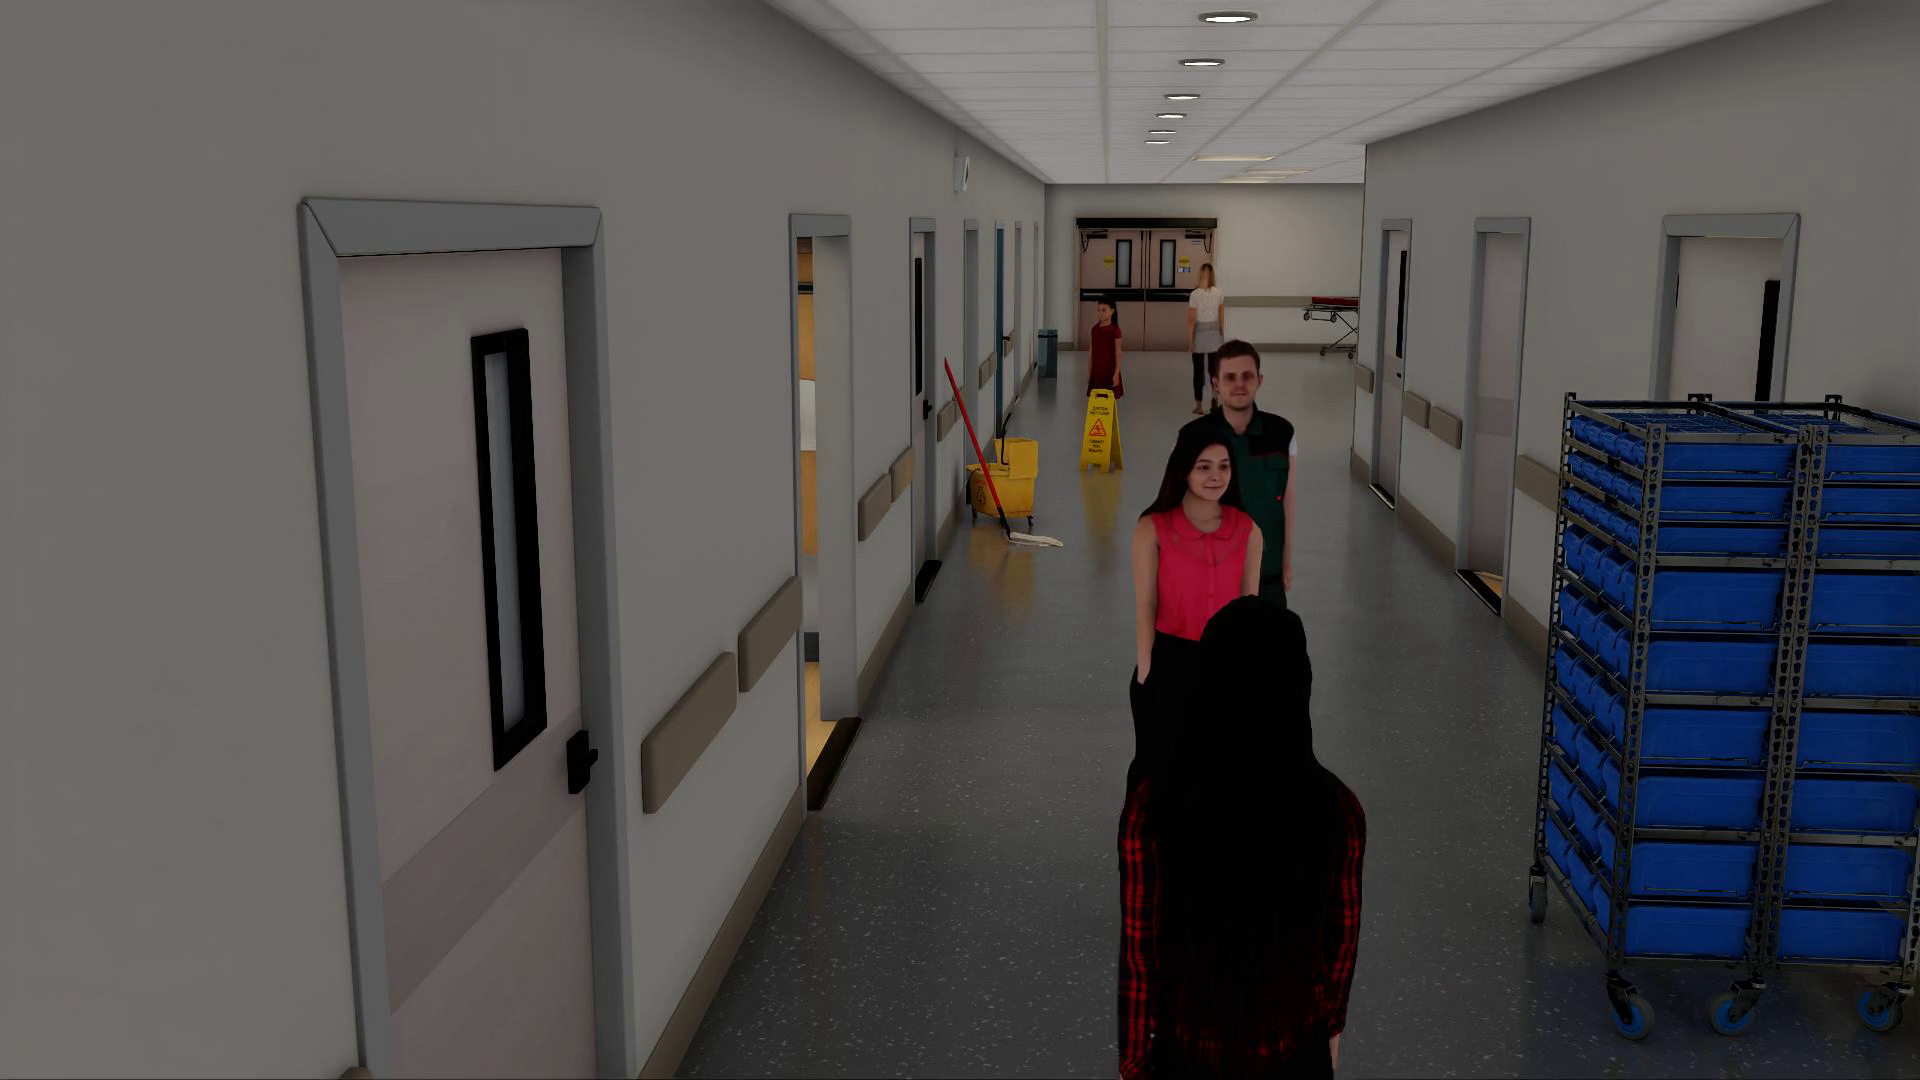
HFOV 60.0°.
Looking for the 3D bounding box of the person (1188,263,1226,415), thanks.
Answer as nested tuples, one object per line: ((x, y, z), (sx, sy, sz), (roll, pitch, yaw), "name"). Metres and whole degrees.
((2.928, -2.322, 19.565), (0.690, 1.799, 1.145), (0, 11, -2), "person")

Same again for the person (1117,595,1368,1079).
((0.496, 0.942, 2.799), (0.680, 1.636, 0.863), (-1, 11, -5), "person")

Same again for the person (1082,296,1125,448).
((1.485, -1.718, 17.012), (0.669, 1.555, 0.729), (8, 13, 37), "person")

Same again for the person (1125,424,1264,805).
((0.743, 0.453, 5.318), (0.640, 1.658, 0.622), (-3, 11, -14), "person")

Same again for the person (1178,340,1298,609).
((1.074, 0.123, 6.591), (0.681, 1.828, 0.793), (0, 11, 0), "person")
